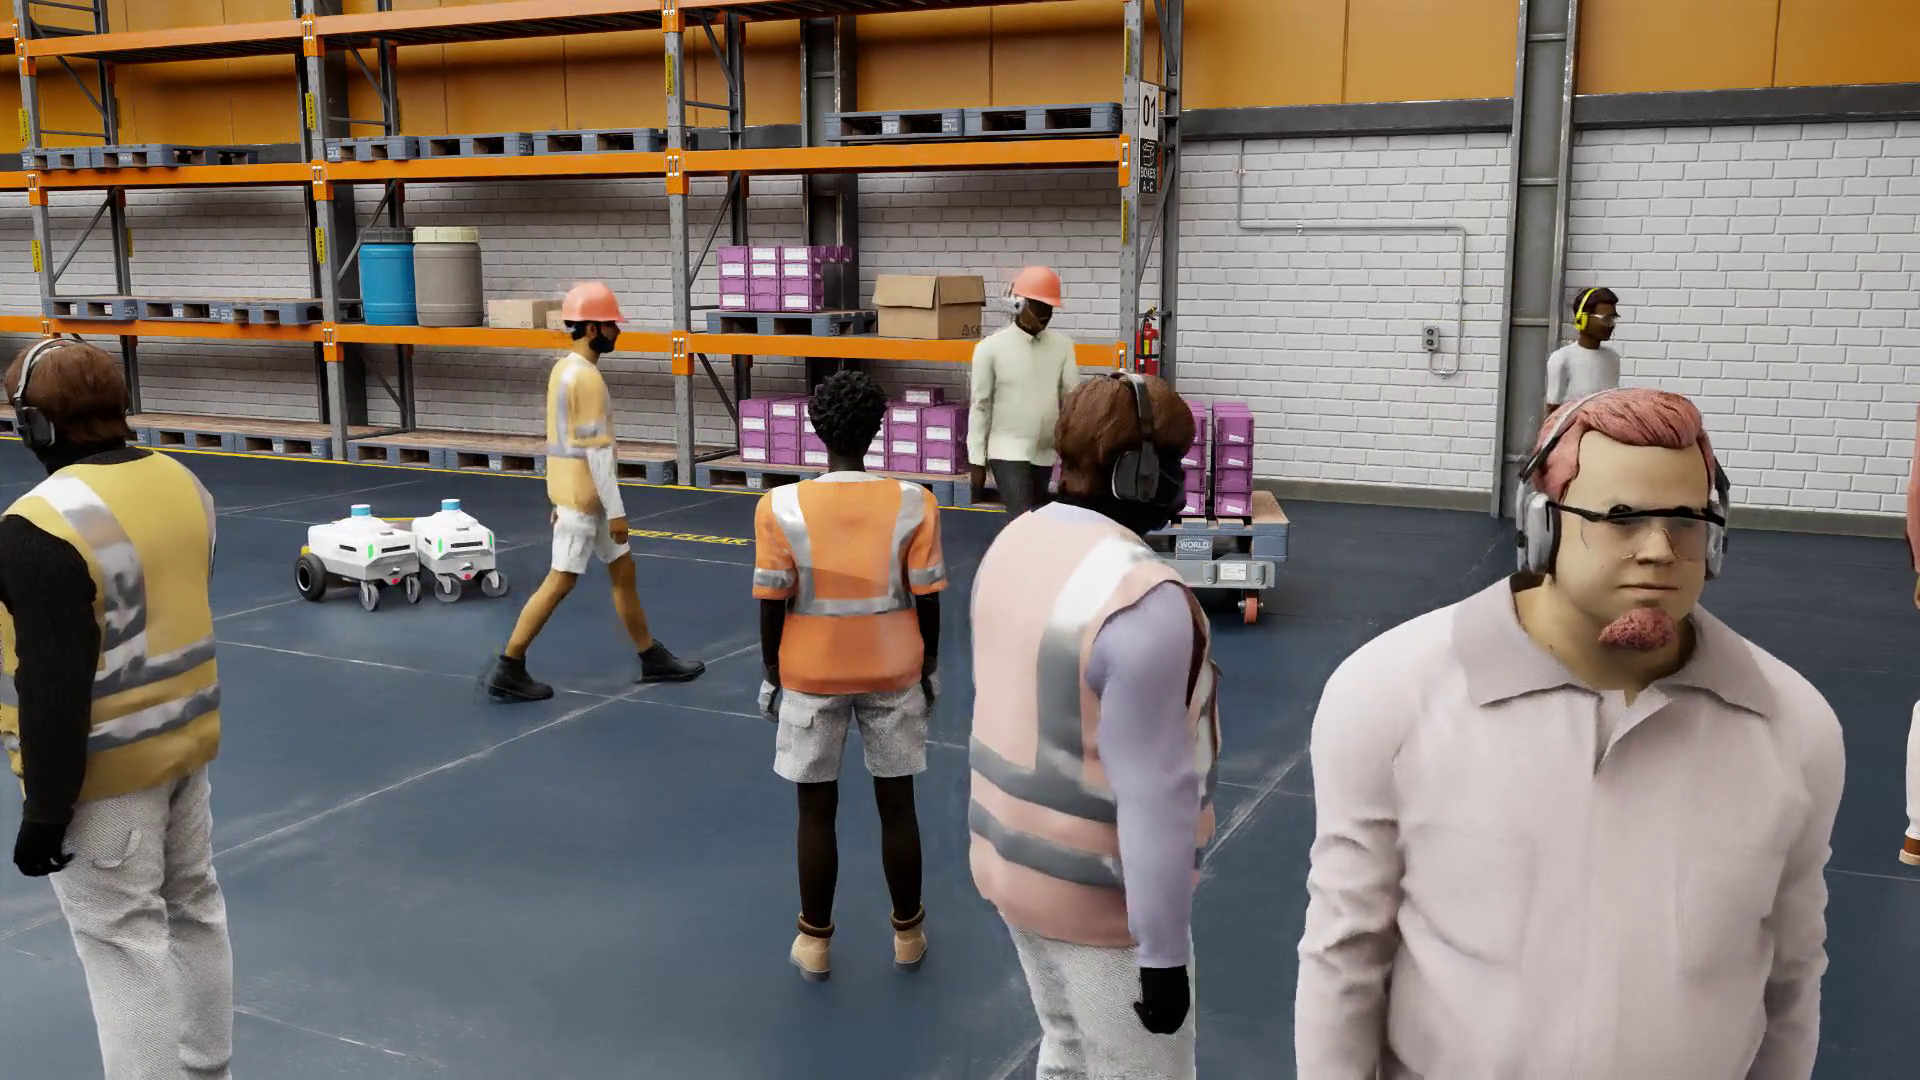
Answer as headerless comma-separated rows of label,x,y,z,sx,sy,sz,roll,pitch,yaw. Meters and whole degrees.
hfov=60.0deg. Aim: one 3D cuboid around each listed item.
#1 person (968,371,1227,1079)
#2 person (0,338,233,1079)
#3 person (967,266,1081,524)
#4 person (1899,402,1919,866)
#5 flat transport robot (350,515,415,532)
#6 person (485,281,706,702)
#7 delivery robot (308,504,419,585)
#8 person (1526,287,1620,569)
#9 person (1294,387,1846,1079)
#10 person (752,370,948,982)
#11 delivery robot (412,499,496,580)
person,0.170,0.616,2.925,0.589,1.821,0.638,-4,11,-23
person,-1.832,0.490,3.590,0.430,1.841,0.623,1,10,3
person,0.404,-0.433,8.619,0.600,1.929,1.002,-7,12,-34
person,3.316,0.119,5.287,0.391,1.986,0.609,-4,11,-24
flat transport robot,-3.732,0.032,10.689,0.652,0.197,1.431,-1,10,-6
person,-1.706,-0.213,7.495,1.007,1.889,0.564,-3,10,-19
delivery robot,-3.433,0.039,9.569,0.707,0.478,0.477,8,13,39
person,3.304,-0.424,8.915,0.528,1.853,0.870,-7,12,-33
person,0.739,0.729,2.121,0.630,1.879,0.910,2,10,10
person,-0.303,0.381,4.614,0.540,1.695,0.317,-2,10,-10
delivery robot,-2.981,0.004,9.774,0.477,0.478,0.707,-6,11,-29
